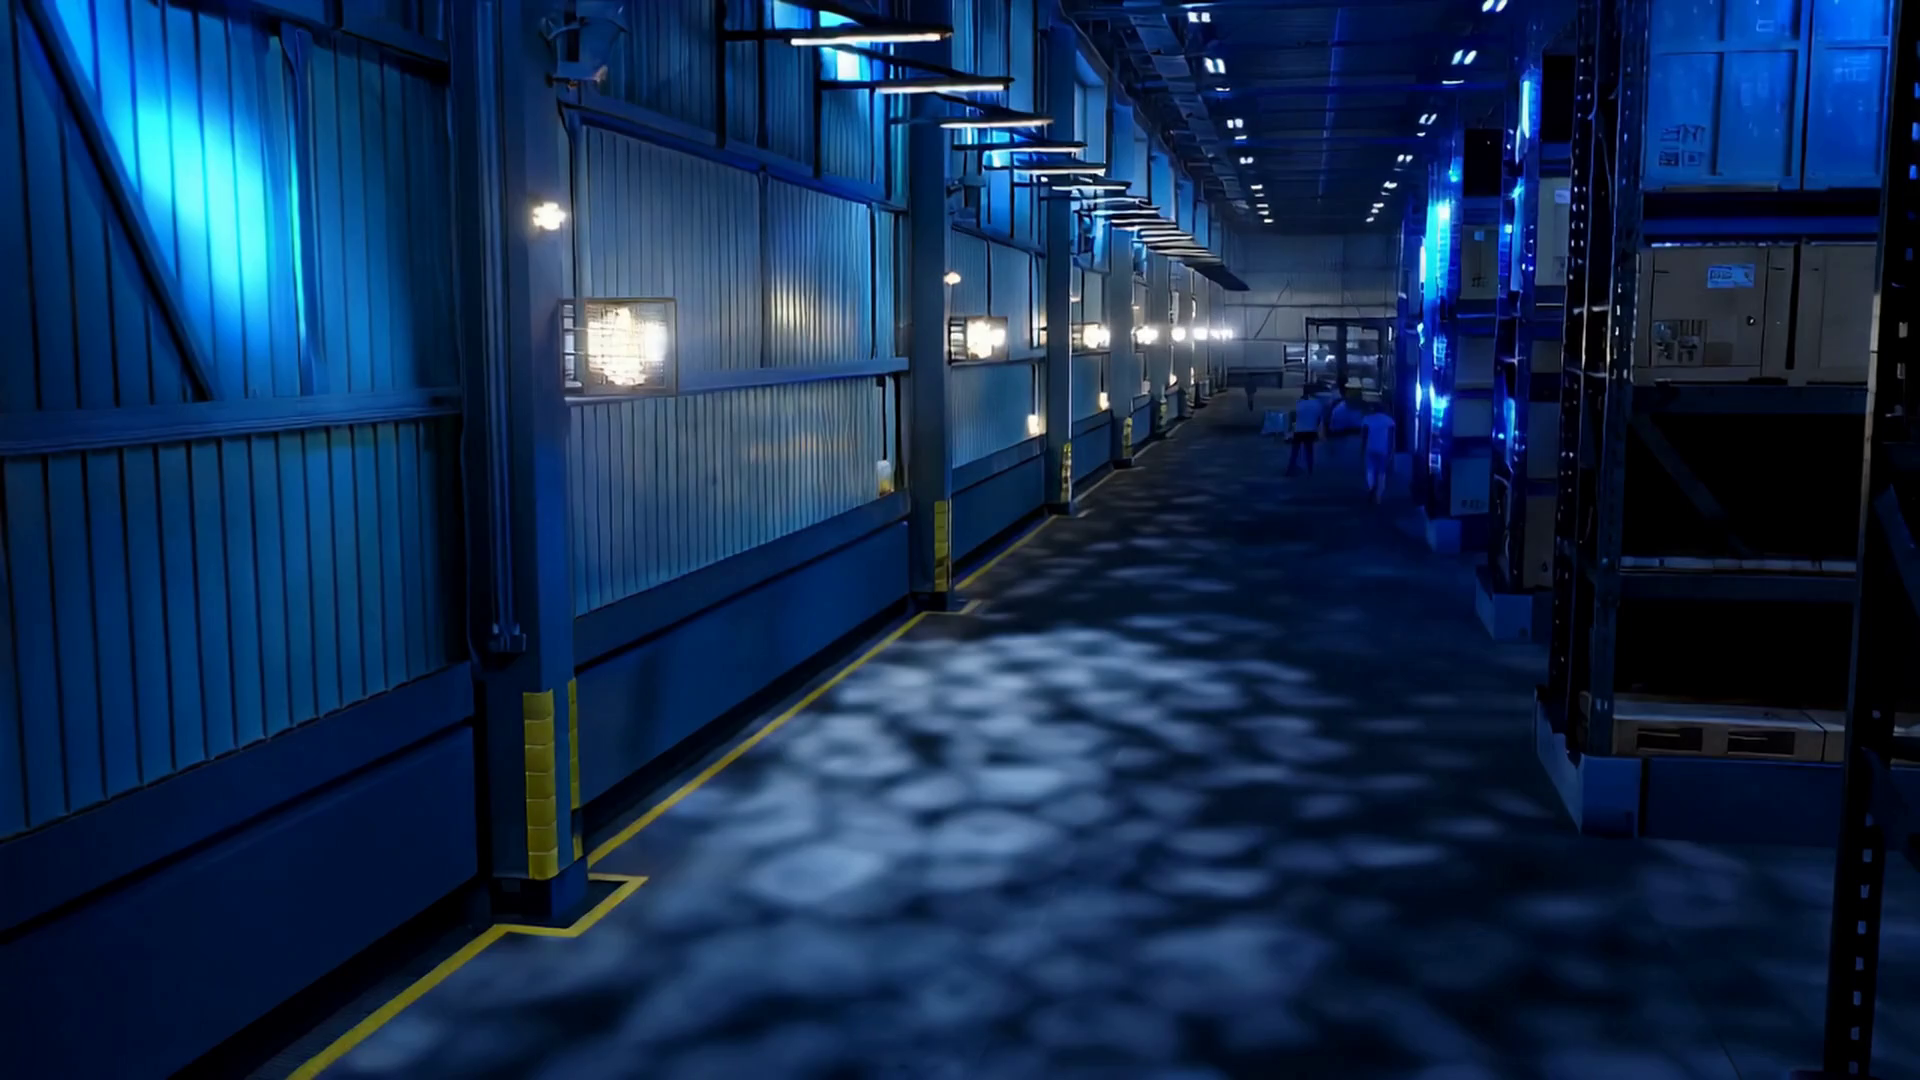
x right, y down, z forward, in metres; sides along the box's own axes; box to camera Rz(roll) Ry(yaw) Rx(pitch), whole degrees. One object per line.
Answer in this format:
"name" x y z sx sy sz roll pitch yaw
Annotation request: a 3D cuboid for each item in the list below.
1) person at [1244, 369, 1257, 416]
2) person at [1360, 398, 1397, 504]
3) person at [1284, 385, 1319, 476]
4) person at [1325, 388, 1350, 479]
"person" 10.765 -5.489 61.811 0.563 1.752 0.325 -5 9 -37
"person" 7.545 -1.596 29.967 0.651 1.922 0.453 2 8 19
"person" 7.365 -2.345 35.830 0.643 1.951 0.805 7 10 44
"person" 7.983 -2.237 35.076 0.426 1.934 0.632 -1 7 -7
